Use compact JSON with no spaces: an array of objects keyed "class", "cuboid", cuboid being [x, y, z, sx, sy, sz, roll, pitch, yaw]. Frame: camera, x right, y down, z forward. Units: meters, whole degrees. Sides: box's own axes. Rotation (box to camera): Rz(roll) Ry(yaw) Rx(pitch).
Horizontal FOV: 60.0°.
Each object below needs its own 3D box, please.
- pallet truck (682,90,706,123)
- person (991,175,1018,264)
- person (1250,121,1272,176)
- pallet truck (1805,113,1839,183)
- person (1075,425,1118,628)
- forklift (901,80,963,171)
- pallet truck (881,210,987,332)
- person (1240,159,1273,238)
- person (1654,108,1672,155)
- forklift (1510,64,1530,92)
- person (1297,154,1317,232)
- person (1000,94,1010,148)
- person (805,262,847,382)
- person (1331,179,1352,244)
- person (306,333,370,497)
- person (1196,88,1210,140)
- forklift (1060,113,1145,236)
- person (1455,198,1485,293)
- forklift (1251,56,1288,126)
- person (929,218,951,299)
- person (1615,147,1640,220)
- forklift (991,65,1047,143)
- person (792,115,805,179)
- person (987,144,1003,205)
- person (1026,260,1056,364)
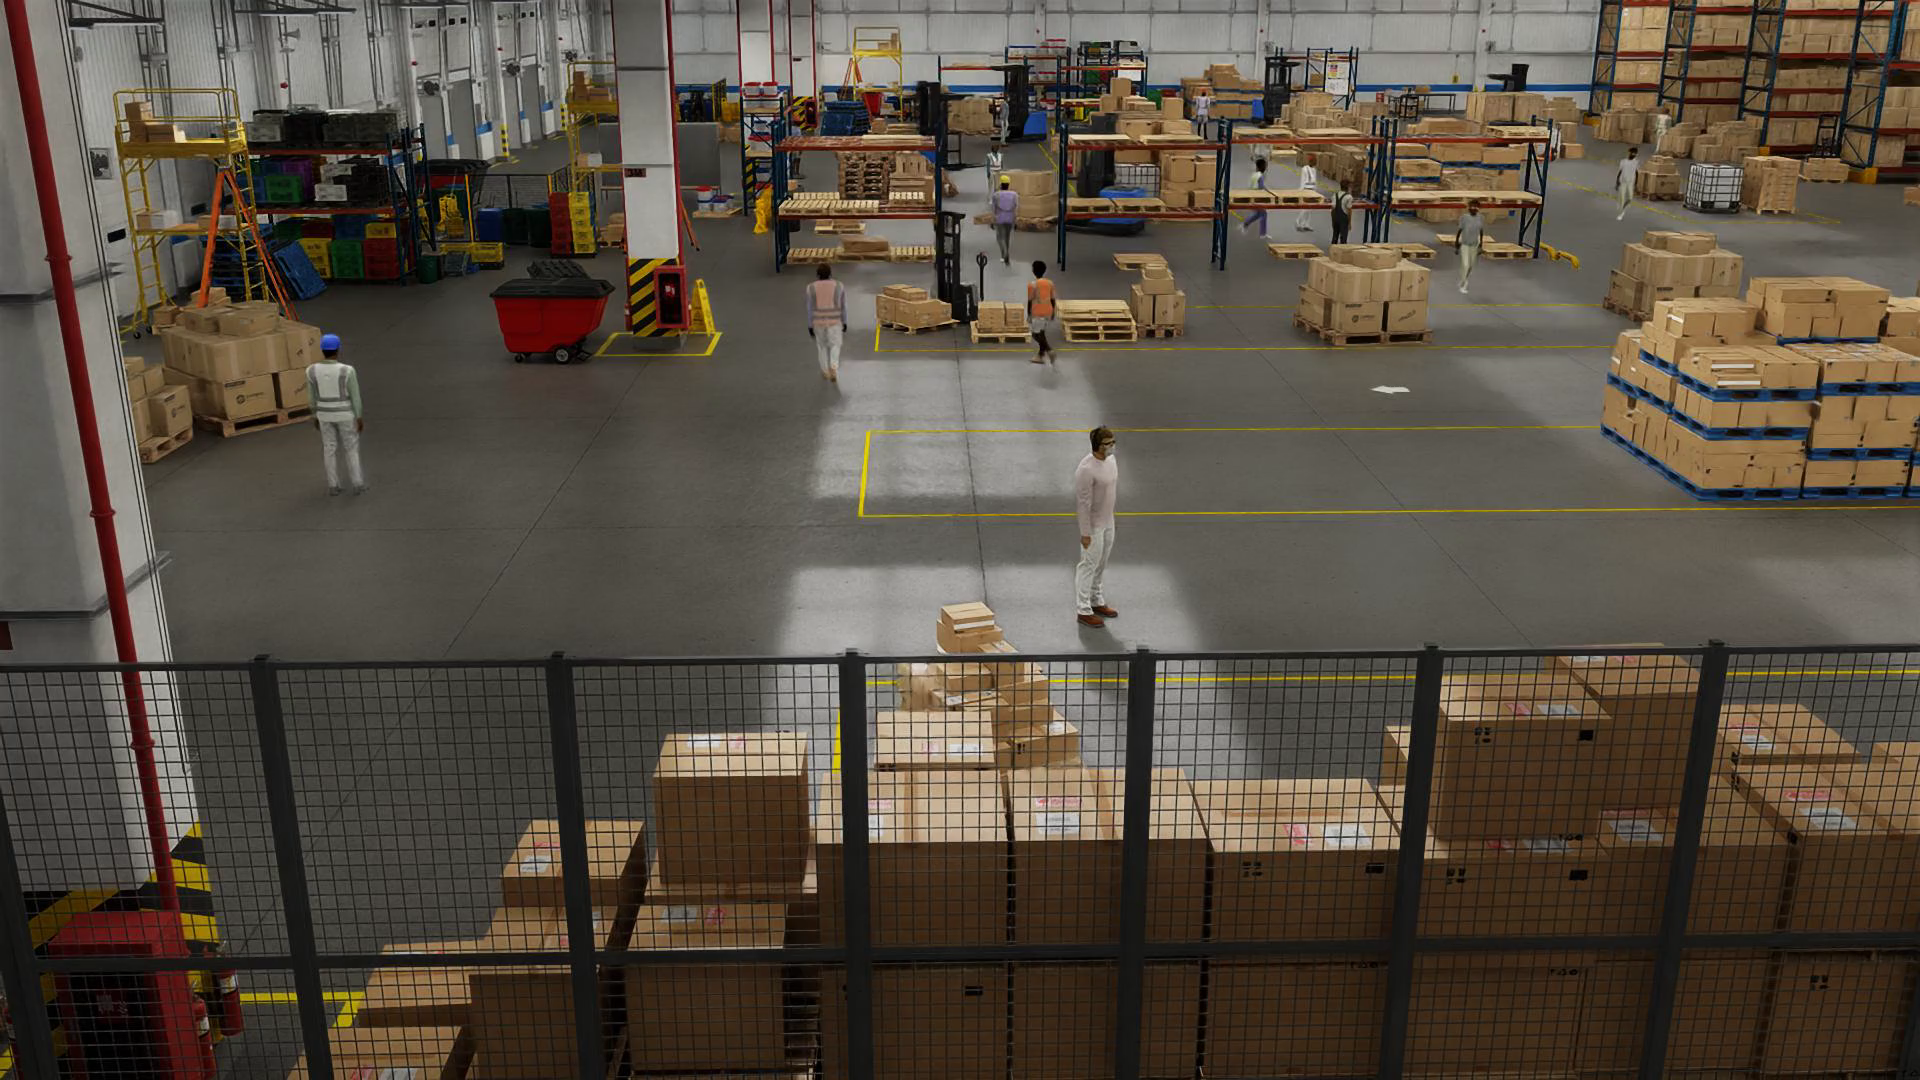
[{"class":"pallet truck","cuboid":[-9.671,-15.907,62.421,0.823,1.965,1.885,5,19,15]},{"class":"person","cuboid":[0.970,-6.905,35.863,0.592,1.905,0.735,-5,19,-14]},{"class":"person","cuboid":[8.893,-11.397,49.147,0.652,1.928,0.434,4,19,12]},{"class":"pallet truck","cuboid":[26.403,-11.957,50.702,0.823,1.965,1.885,6,19,16]},{"class":"person","cuboid":[1.305,-0.144,15.747,0.360,1.938,0.635,11,21,28]},{"class":"forklift","cuboid":[-0.976,-13.185,52.985,1.873,2.768,1.129,-9,21,-26]},{"class":"pallet truck","cuboid":[-0.493,-4.759,29.349,1.885,1.965,0.823,-13,23,-34]},{"class":"person","cuboid":[7.088,-8.081,39.381,0.698,1.879,0.619,-1,19,-4]},{"class":"person","cuboid":[24.738,-14.367,58.483,0.878,1.580,0.528,-15,23,-37]},{"class":"forklift","cuboid":[21.332,-16.786,63.667,1.873,2.768,1.129,0,19,-1]},{"class":"person","cuboid":[8.471,-8.455,40.501,0.359,1.882,0.579,14,23,35]},{"class":"person","cuboid":[1.635,-15.372,60.937,0.364,1.932,0.639,2,19,6]},{"class":"person","cuboid":[-2.030,-3.296,25.280,0.631,1.823,0.737,0,19,1]},{"class":"person","cuboid":[8.182,-6.808,35.674,0.351,1.839,0.506,-15,24,-38]},{"class":"person","cuboid":[-7.368,-1.475,19.683,0.615,1.945,0.405,0,19,0]},{"class":"person","cuboid":[9.342,-16.389,63.942,0.543,1.940,0.361,7,20,21]},{"class":"forklift","cuboid":[3.454,-8.849,40.123,1.873,2.768,1.129,9,21,24]},{"class":"person","cuboid":[10.003,-5.809,32.707,0.558,1.845,0.584,-1,19,-2]},{"class":"forklift","cuboid":[13.178,-18.831,69.734,1.129,2.768,1.873,-7,20,-20]},{"class":"person","cuboid":[-0.414,-5.118,30.850,0.744,1.717,0.494,-5,19,-14]},{"class":"person","cuboid":[17.036,-9.122,42.515,0.606,1.849,0.464,0,19,-1]},{"class":"forklift","cuboid":[2.267,-16.490,62.791,1.873,2.768,1.129,-10,21,-27]},{"class":"person","cuboid":[-5.004,-12.108,51.244,0.376,1.935,0.550,-11,22,-31]},{"class":"person","cuboid":[0.950,-9.989,45.416,0.521,1.640,0.307,-11,21,-29]},{"class":"person","cuboid":[1.343,-3.577,26.321,0.546,1.680,0.605,-17,25,-40]}]
